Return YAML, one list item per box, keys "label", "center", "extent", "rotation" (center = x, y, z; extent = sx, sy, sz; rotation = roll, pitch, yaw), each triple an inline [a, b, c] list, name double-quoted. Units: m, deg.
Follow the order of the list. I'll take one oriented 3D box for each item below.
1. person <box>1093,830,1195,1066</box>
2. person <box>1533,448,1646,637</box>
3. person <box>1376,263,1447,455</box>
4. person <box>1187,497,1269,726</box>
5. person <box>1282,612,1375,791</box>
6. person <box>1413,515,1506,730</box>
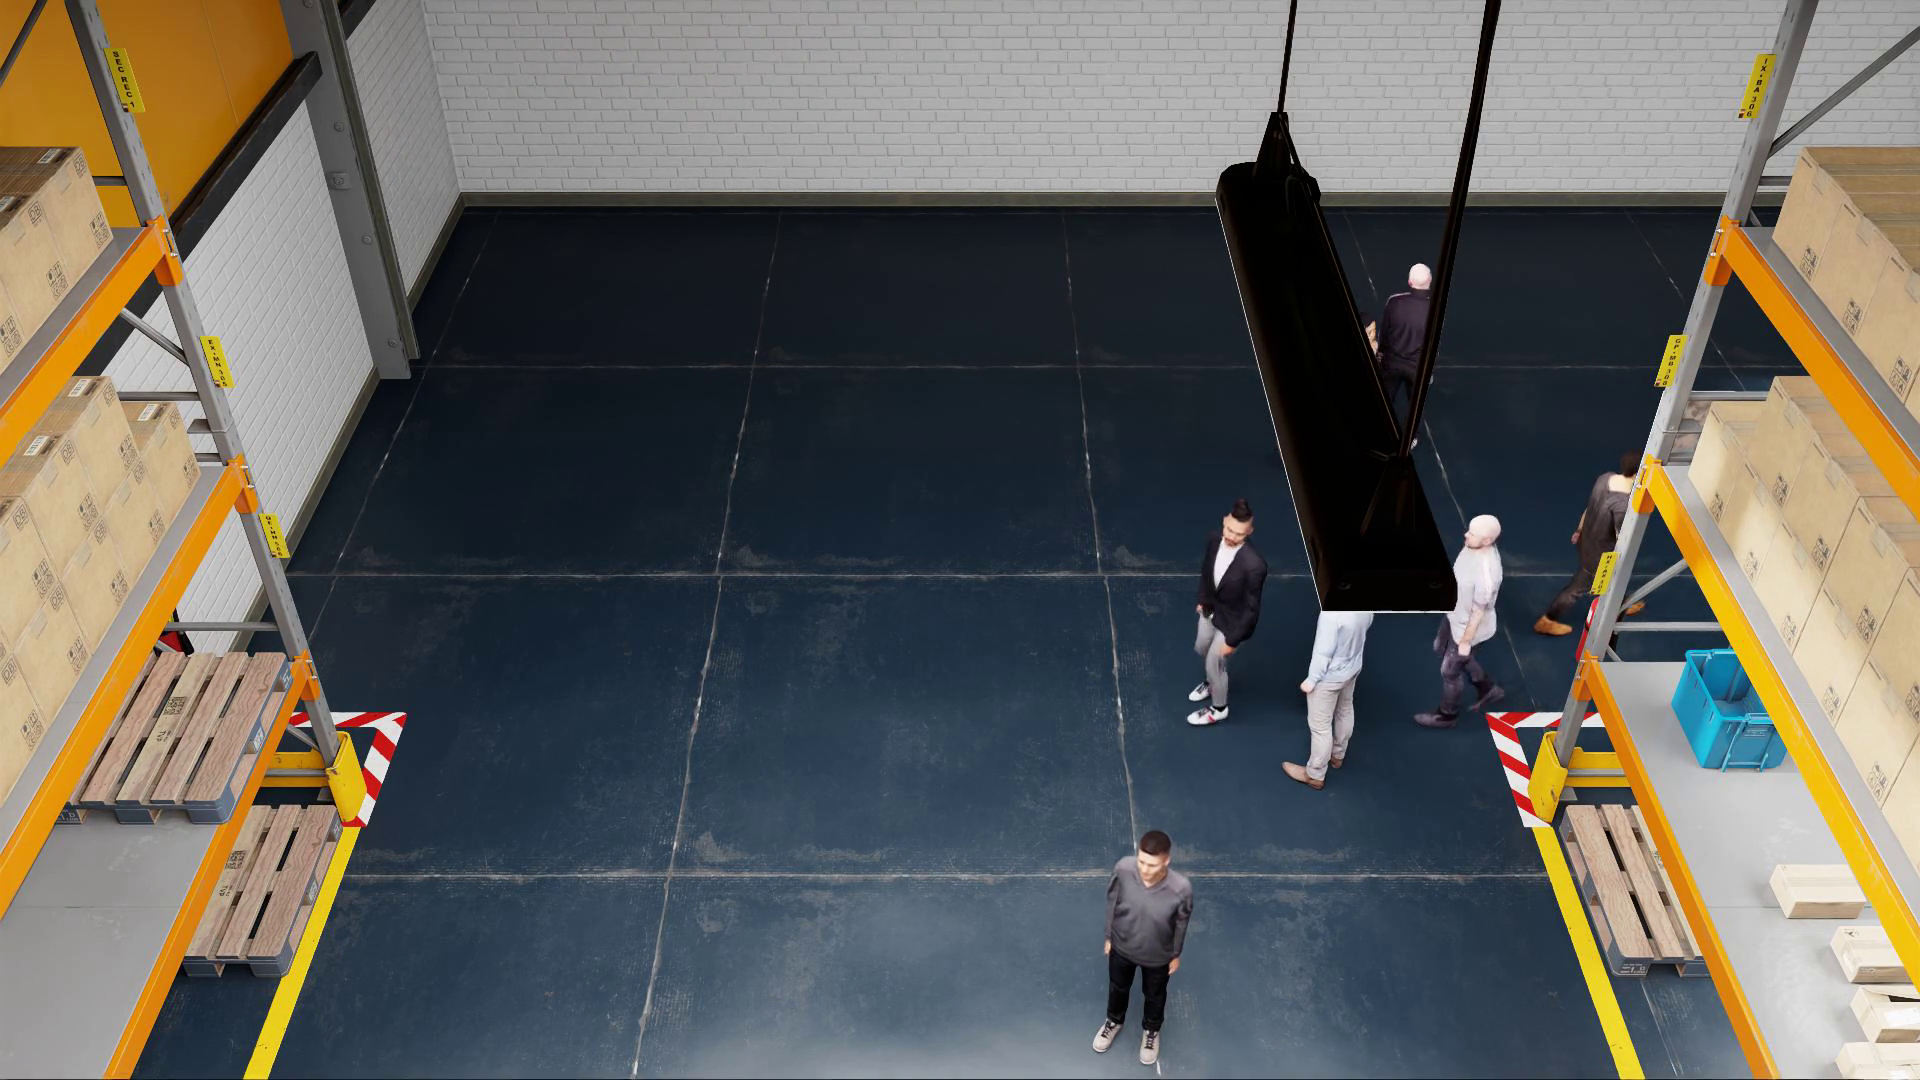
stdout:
- label: "person"
  center: [1.009, 2.217, 9.138]
  extent: [0.687, 1.760, 0.662]
  rotation: [14, 41, 16]
- label: "person"
  center: [4.504, 0.056, 11.916]
  extent: [0.677, 1.671, 0.970]
  rotation: [0, 39, 0]
- label: "person"
  center: [3.582, -1.352, 13.578]
  extent: [0.939, 1.796, 1.201]
  rotation: [17, 42, 20]
- label: "person"
  center: [1.858, 0.485, 11.167]
  extent: [0.932, 1.935, 0.811]
  rotation: [-13, 40, -16]
- label: "person"
  center: [2.436, 0.833, 10.768]
  extent: [0.747, 1.890, 0.803]
  rotation: [-31, 48, -33]
- label: "person"
  center: [3.493, 0.562, 11.162]
  extent: [0.840, 1.822, 0.815]
  rotation: [4, 39, 5]
